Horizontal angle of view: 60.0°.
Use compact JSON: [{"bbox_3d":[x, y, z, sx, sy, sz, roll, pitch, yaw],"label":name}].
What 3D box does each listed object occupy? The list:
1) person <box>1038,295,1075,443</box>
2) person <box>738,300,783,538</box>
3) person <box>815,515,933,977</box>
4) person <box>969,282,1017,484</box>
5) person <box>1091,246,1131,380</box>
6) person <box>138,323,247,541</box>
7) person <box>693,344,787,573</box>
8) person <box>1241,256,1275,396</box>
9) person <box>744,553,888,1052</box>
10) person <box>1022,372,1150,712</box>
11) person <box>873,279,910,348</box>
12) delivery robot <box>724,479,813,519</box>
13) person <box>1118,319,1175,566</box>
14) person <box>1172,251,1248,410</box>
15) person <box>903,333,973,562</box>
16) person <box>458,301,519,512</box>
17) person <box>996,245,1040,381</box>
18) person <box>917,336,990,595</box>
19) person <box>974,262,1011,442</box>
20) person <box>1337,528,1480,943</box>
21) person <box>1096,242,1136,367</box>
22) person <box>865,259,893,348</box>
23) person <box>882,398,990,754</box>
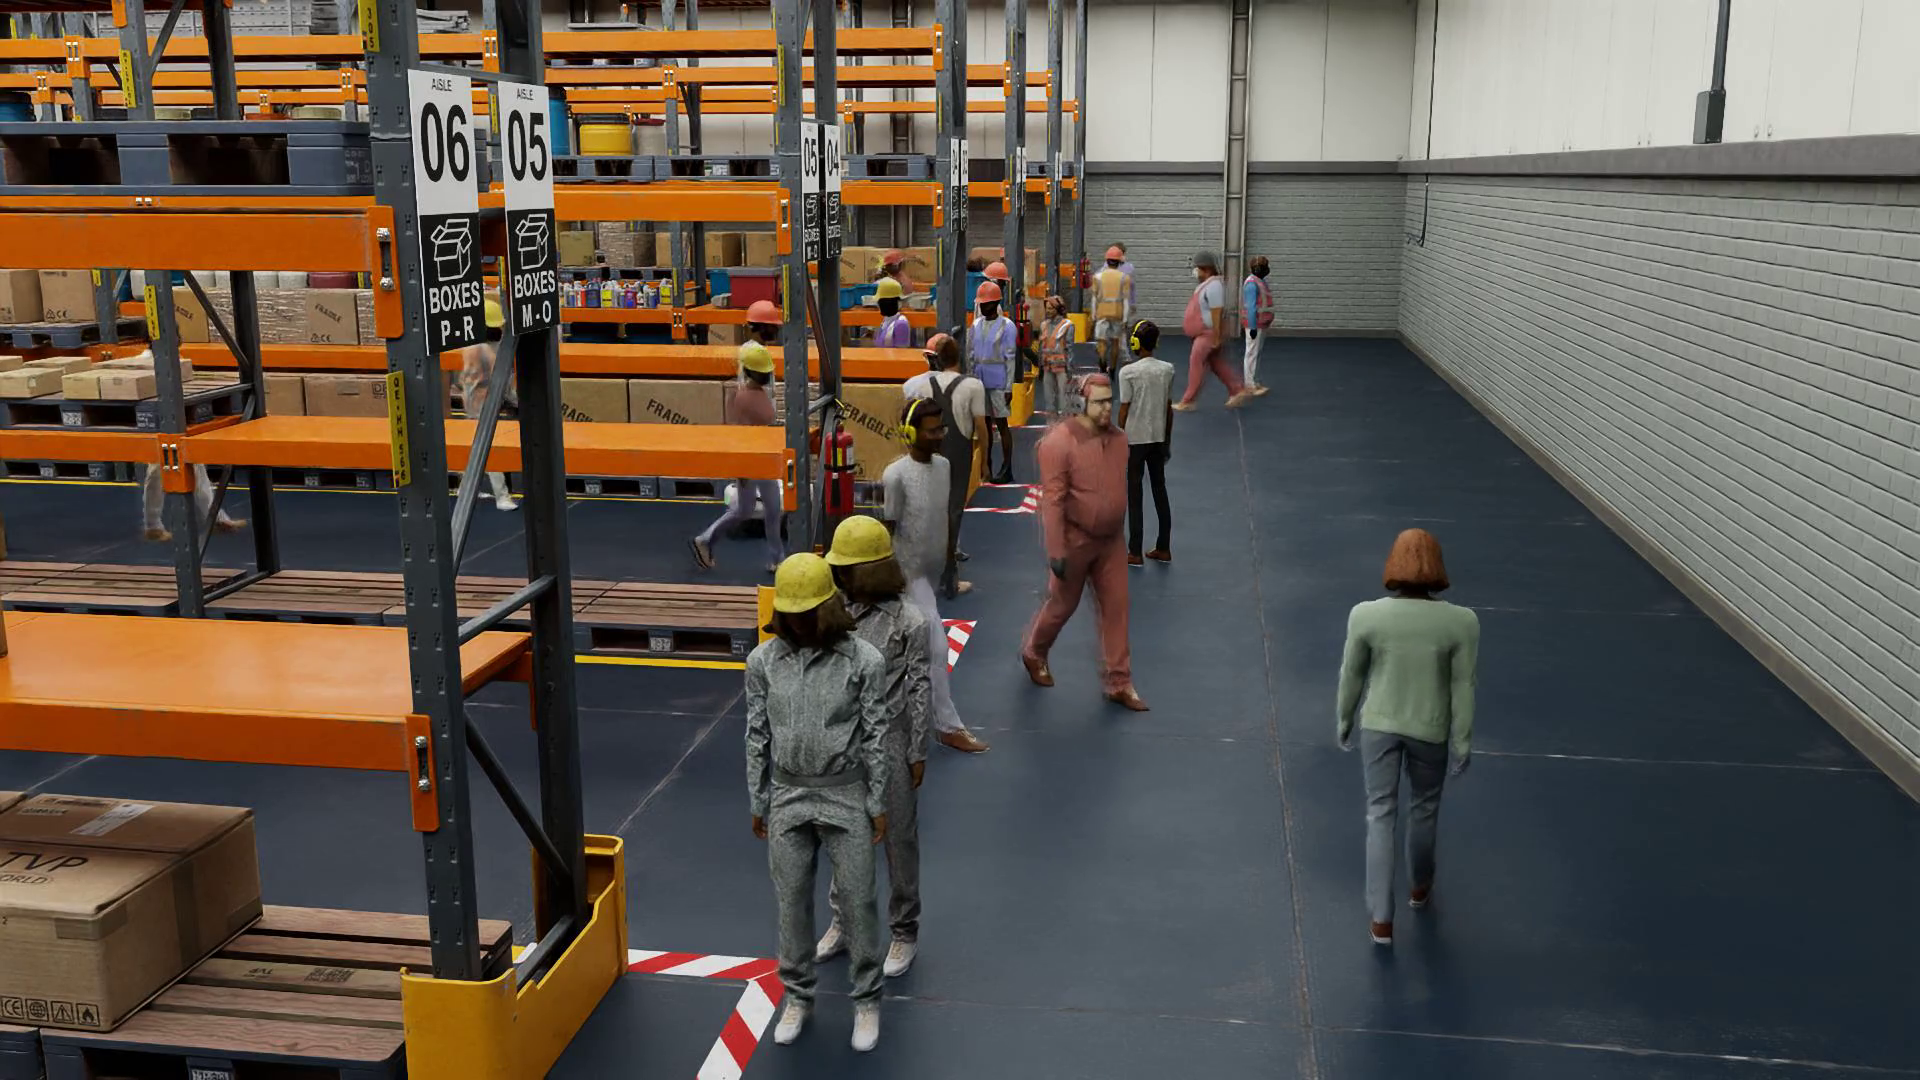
[{"bbox_3d":[1.051,-1.847,18.145,0.316,1.631,0.524,-11,17,-41],"label":"person"},{"bbox_3d":[-1.615,-0.981,13.553,0.387,1.932,0.543,-3,13,-15],"label":"person"},{"bbox_3d":[-0.341,0.757,6.136,0.489,1.741,0.322,6,14,25],"label":"person"},{"bbox_3d":[0.287,-1.499,15.902,0.545,1.929,0.388,12,17,43],"label":"person"},{"bbox_3d":[2.130,-3.187,23.538,0.556,1.917,0.698,1,13,4],"label":"person"},{"bbox_3d":[-6.289,-0.883,13.414,0.674,1.828,0.651,0,12,1],"label":"person"},{"bbox_3d":[-1.576,-0.585,12.210,0.753,1.732,0.553,3,13,15],"label":"person"},{"bbox_3d":[3.986,-2.866,22.261,0.429,1.846,0.625,5,13,20],"label":"person"},{"bbox_3d":[-0.487,0.882,5.606,0.491,1.730,0.323,2,13,7],"label":"person"},{"bbox_3d":[0.692,-0.019,9.343,0.643,1.874,0.901,-8,15,-34],"label":"person"},{"bbox_3d":[-0.668,-1.582,16.269,0.361,1.929,0.587,-4,13,-18],"label":"person"},{"bbox_3d":[-1.558,-0.336,13.559,0.707,0.478,0.477,0,13,-2],"label":"delivery robot"},{"bbox_3d":[1.396,-0.725,12.589,0.513,1.853,0.328,-7,14,-28],"label":"person"},{"bbox_3d":[3.167,-2.639,20.784,0.979,2.000,0.692,0,12,-2],"label":"person"},{"bbox_3d":[-0.155,-0.692,12.648,0.573,1.750,0.329,7,14,27],"label":"person"},{"bbox_3d":[-4.235,-1.201,14.765,0.870,1.855,0.640,4,13,17],"label":"person"},{"bbox_3d":[0.812,-3.135,23.192,0.791,1.969,0.619,1,13,7],"label":"person"},{"bbox_3d":[-0.075,-0.540,11.904,0.534,1.804,0.732,6,14,25],"label":"person"},{"bbox_3d":[0.350,-2.055,18.300,0.411,1.980,0.626,-3,13,-13],"label":"person"},{"bbox_3d":[1.742,0.746,6.518,0.520,1.605,0.708,4,13,16],"label":"person"},{"bbox_3d":[2.390,-3.615,25.512,0.655,1.910,0.883,-10,16,-38],"label":"person"},{"bbox_3d":[-0.994,-2.921,22.634,0.459,1.799,0.642,9,15,35],"label":"person"},{"bbox_3d":[-0.245,0.155,8.661,0.923,1.836,0.538,8,15,33],"label":"person"}]
